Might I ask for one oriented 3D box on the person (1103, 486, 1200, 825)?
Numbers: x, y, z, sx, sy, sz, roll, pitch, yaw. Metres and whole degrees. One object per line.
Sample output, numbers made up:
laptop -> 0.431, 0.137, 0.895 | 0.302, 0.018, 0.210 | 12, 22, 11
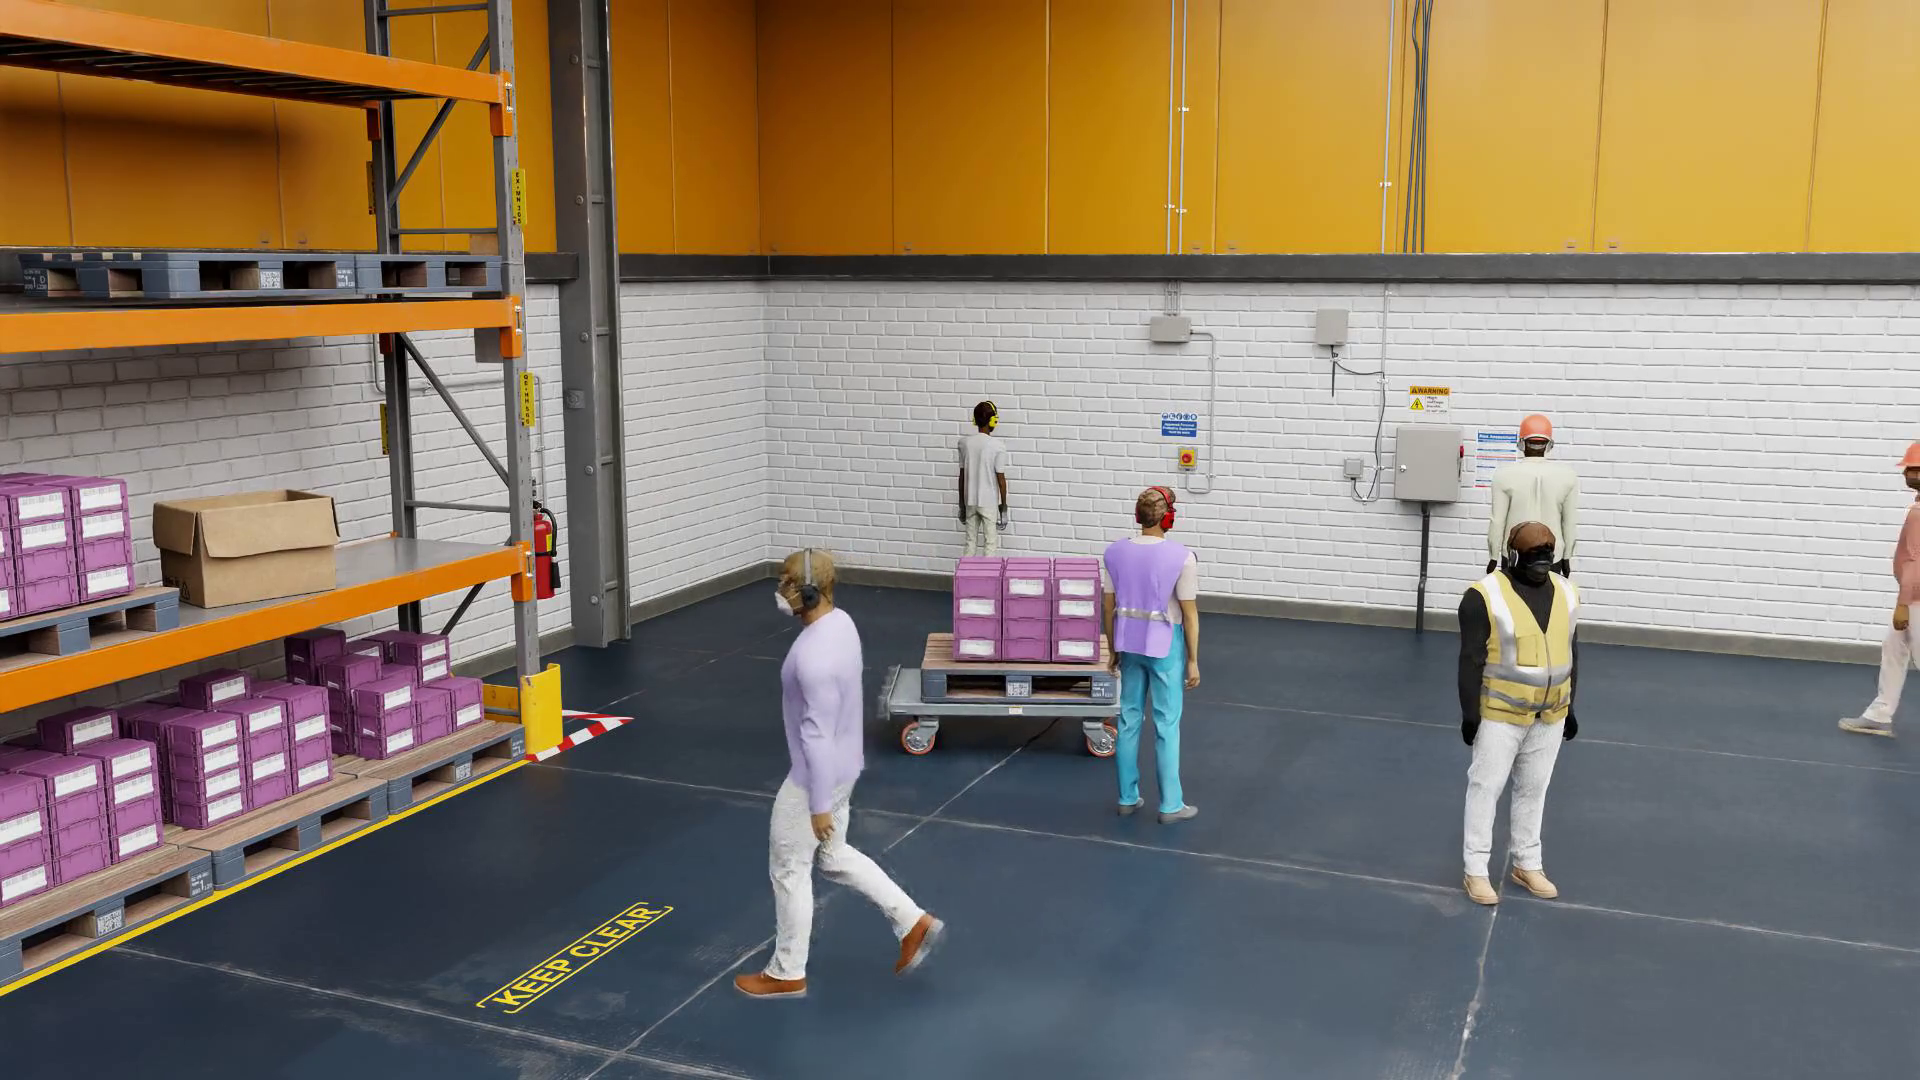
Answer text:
person -> 1.034, 0.628, 9.062 | 0.563, 1.848, 0.390 | 6, 11, 34

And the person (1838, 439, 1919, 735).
person -> 6.139, 0.344, 10.449 | 0.942, 1.963, 0.612 | 8, 12, 40

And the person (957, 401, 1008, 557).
person -> 0.198, -0.290, 14.607 | 0.504, 1.861, 0.329 | 5, 11, 29

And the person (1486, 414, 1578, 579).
person -> 4.033, 0.106, 11.776 | 0.613, 1.995, 0.391 | 1, 9, 4

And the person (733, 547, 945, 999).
person -> -0.510, 0.965, 6.820 | 0.793, 1.910, 0.636 | 1, 9, 6

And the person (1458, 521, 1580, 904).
person -> 2.677, 0.817, 7.938 | 0.633, 1.841, 0.429 | -2, 10, -14
